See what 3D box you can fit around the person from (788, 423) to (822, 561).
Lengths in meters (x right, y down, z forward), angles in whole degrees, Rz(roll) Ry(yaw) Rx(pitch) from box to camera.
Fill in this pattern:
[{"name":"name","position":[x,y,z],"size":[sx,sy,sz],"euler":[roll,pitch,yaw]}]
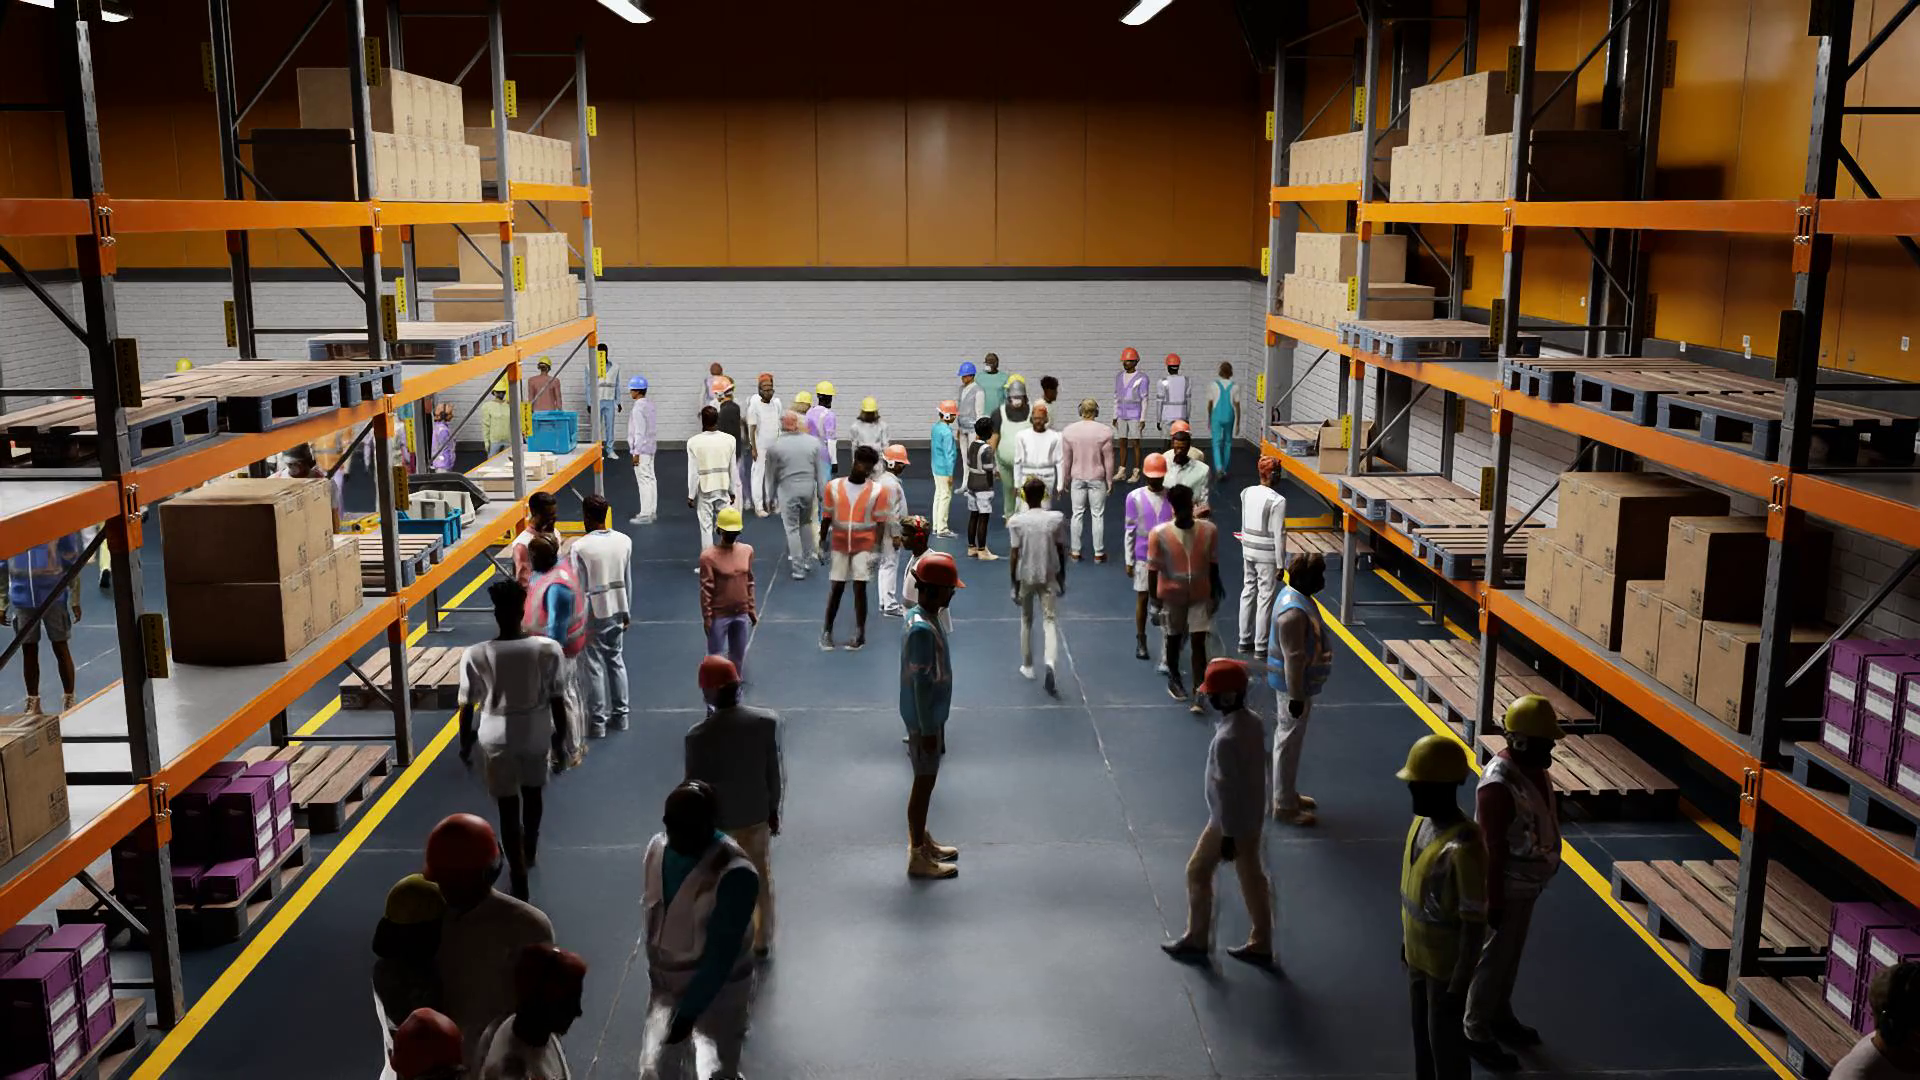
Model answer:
[{"name":"person","position":[-1.833,-0.560,19.489],"size":[0.507,1.626,0.284],"euler":[-9,14,-38]}]

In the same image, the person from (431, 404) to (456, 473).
[{"name":"person","position":[-6.632,-0.944,21.404],"size":[0.313,1.631,0.525],"euler":[-5,12,-24]}]

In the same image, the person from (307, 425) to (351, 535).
[{"name":"person","position":[-7.798,-0.919,20.604],"size":[0.616,1.896,0.542],"euler":[1,11,3]}]

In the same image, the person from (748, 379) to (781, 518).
[{"name":"person","position":[-2.591,-1.231,22.297],"size":[0.345,1.846,0.507],"euler":[10,15,41]}]

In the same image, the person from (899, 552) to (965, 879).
[{"name":"person","position":[-0.171,1.072,10.293],"size":[0.405,2.032,0.610],"euler":[0,11,2]}]

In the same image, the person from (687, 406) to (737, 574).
[{"name":"person","position":[-2.782,-0.552,18.708],"size":[0.594,1.919,0.388],"euler":[-7,13,-33]}]

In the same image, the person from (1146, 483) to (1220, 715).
[{"name":"person","position":[1.855,0.472,13.606],"size":[0.669,1.894,0.963],"euler":[-1,11,-4]}]

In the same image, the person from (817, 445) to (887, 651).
[{"name":"person","position":[-1.044,0.080,15.549],"size":[0.699,1.925,0.484],"euler":[1,11,7]}]

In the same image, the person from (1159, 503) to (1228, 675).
[{"name":"person","position":[2.096,0.456,14.485],"size":[0.769,1.590,0.504],"euler":[3,12,16]}]

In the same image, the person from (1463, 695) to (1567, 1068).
[{"name":"person","position":[2.676,1.626,8.021],"size":[0.403,1.825,0.593],"euler":[9,14,37]}]

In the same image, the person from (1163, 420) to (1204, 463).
[{"name":"person","position":[2.488,-0.488,18.832],"size":[0.568,1.742,0.367],"euler":[-6,13,-27]}]

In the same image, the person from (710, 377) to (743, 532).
[{"name":"person","position":[-2.975,-1.084,21.206],"size":[0.392,1.985,0.609],"euler":[1,11,7]}]

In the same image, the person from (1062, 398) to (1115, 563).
[{"name":"person","position":[1.490,-0.688,19.346],"size":[0.627,1.938,0.373],"euler":[3,12,15]}]

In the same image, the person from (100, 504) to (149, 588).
[{"name":"person","position":[-9.094,-0.394,17.986],"size":[0.648,1.886,0.619],"euler":[-3,12,-13]}]

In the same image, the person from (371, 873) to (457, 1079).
[{"name":"person","position":[-1.961,2.057,6.101],"size":[0.320,1.737,0.488],"euler":[-8,14,-33]}]

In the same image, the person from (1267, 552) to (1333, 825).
[{"name":"person","position":[2.288,0.980,11.224],"size":[0.429,1.839,0.634],"euler":[2,12,12]}]

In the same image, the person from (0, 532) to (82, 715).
[{"name":"person","position":[-7.321,0.485,13.213],"size":[0.623,2.037,0.403],"euler":[-2,12,-12]}]

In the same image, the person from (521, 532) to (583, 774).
[{"name":"person","position":[-2.994,0.796,12.252],"size":[0.446,1.803,0.775],"euler":[-3,12,-17]}]

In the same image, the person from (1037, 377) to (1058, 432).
[{"name":"person","position":[1.096,-1.209,21.974],"size":[0.414,1.930,0.680],"euler":[1,11,4]}]

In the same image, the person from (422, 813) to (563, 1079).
[{"name":"person","position":[-1.754,1.935,6.078],"size":[0.620,1.986,0.409],"euler":[3,12,15]}]

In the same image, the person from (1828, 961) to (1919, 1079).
[{"name":"person","position":[2.753,2.172,5.000],"size":[0.365,1.939,0.636],"euler":[11,15,43]}]

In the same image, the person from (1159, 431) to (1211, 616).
[{"name":"person","position":[2.225,-0.166,16.812],"size":[0.586,1.910,0.394],"euler":[3,12,16]}]

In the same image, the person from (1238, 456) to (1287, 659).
[{"name":"person","position":[2.780,0.159,15.265],"size":[0.350,1.878,0.568],"euler":[-7,13,-30]}]

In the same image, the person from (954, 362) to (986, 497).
[{"name":"person","position":[0.136,-1.593,23.888],"size":[0.415,1.939,0.605],"euler":[-7,13,-31]}]

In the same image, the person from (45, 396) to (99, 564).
[{"name":"person","position":[-10.349,-0.719,19.239],"size":[0.686,2.000,0.536],"euler":[2,11,11]}]

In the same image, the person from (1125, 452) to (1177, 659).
[{"name":"person","position":[1.784,0.148,15.188],"size":[0.553,1.924,0.391],"euler":[0,11,-1]}]

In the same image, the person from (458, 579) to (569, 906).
[{"name":"person","position":[-2.704,1.175,10.052],"size":[0.627,1.904,1.024],"euler":[-5,12,-22]}]

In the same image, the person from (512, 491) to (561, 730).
[{"name":"person","position":[-3.328,0.551,13.212],"size":[0.405,1.909,0.597],"euler":[3,12,14]}]

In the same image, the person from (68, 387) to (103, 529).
[{"name":"person","position":[-11.309,-1.041,21.353],"size":[0.565,1.841,0.387],"euler":[6,13,26]}]

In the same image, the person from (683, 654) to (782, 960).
[{"name":"person","position":[-1.255,1.471,9.030],"size":[0.591,1.735,0.365],"euler":[-9,14,-38]}]

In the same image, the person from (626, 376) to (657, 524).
[{"name":"person","position":[-4.161,-1.181,21.786],"size":[0.390,1.946,0.614],"euler":[1,11,5]}]
